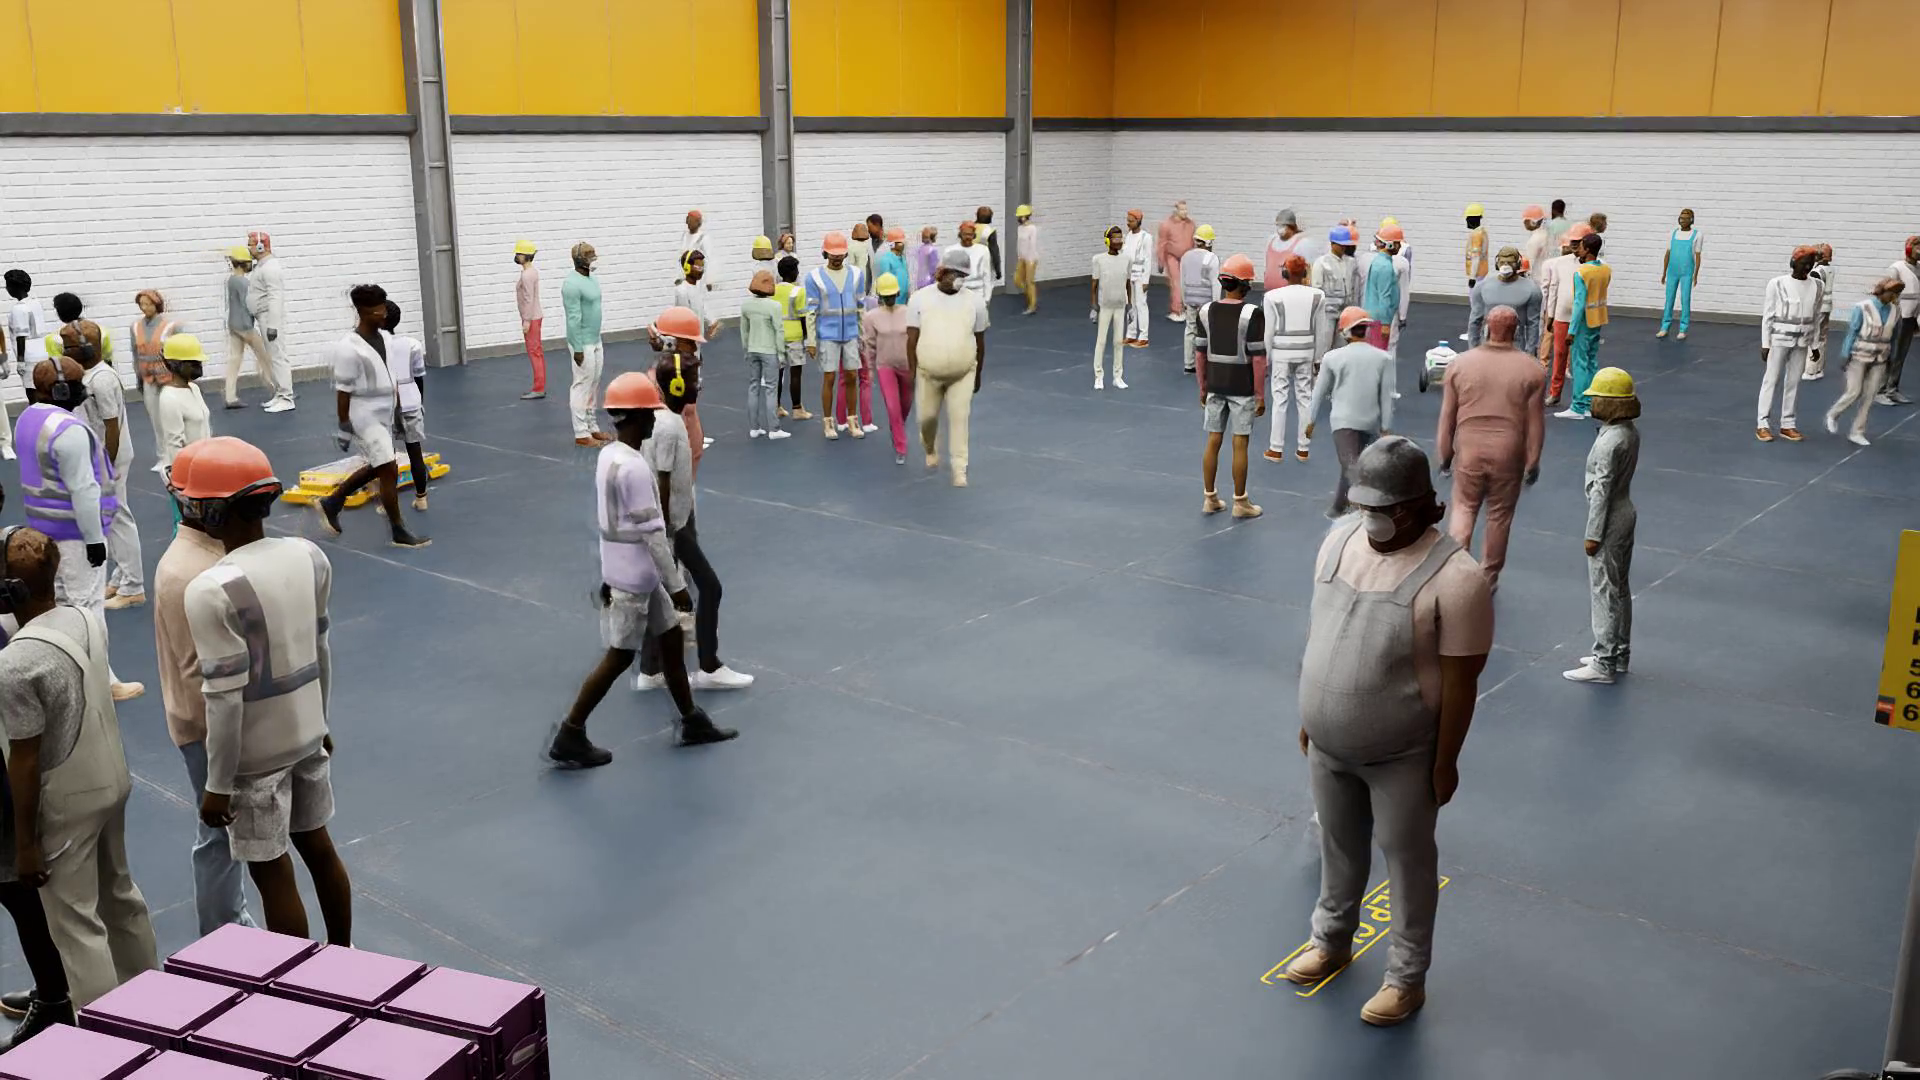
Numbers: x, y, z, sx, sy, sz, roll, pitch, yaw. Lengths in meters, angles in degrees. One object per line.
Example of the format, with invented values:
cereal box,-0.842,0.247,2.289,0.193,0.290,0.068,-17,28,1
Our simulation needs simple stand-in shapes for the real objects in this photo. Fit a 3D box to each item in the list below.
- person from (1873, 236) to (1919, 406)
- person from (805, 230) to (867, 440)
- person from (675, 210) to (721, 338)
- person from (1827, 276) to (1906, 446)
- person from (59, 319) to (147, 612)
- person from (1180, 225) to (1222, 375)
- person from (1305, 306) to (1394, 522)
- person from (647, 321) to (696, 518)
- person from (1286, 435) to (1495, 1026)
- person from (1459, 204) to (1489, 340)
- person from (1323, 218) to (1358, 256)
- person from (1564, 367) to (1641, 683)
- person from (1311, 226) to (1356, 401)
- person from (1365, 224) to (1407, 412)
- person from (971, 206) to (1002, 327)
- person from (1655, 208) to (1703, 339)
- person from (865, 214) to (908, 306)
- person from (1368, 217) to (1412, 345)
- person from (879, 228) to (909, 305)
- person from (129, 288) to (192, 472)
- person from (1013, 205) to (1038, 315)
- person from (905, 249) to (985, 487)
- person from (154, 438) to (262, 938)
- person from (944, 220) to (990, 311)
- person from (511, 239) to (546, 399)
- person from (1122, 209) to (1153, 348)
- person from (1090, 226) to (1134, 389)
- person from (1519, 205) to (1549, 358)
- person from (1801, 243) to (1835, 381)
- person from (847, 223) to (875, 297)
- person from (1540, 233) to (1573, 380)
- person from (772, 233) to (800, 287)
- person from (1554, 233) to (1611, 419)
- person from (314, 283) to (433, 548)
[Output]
person,10.247,-2.390,18.126,0.572,1.840,0.373,-9,17,-31
person,-1.178,-1.969,16.081,0.613,2.028,0.409,-6,15,-23
person,-3.704,-3.699,23.357,0.794,1.848,0.578,-13,19,-41
person,8.644,-1.719,15.886,0.573,1.614,0.460,-2,14,-8
person,-5.384,-0.470,10.460,0.345,1.840,0.504,-9,17,-31
person,2.936,-2.891,20.149,0.404,1.832,0.596,-12,19,-40
person,2.950,-0.880,12.411,0.565,1.701,0.912,-4,14,-14
person,-2.114,-0.797,12.193,0.313,1.634,0.515,2,14,7
person,1.408,0.628,5.665,0.536,2.000,0.681,-10,17,-36
person,7.293,-3.802,23.628,0.420,1.915,0.588,5,15,20
person,4.668,-2.969,20.339,0.395,1.899,0.641,-4,15,-15
person,3.542,-0.083,9.134,0.346,1.738,0.486,10,17,34
person,4.137,-2.502,18.401,0.623,1.932,0.420,-8,16,-30
person,4.500,-2.351,17.685,0.403,1.986,0.611,1,14,5
person,0.368,-4.104,25.028,0.654,1.814,0.540,11,18,38
person,10.265,-3.786,23.696,0.504,1.847,0.343,12,19,40
person,-1.063,-3.258,21.550,0.914,1.863,0.641,-12,19,-40
person,5.584,-3.304,21.799,0.601,1.830,0.404,8,16,29
person,-0.790,-3.018,20.811,0.327,1.753,0.563,6,15,24
person,-7.015,-1.430,14.738,0.525,1.621,0.488,3,14,11
person,1.050,-4.500,26.746,0.387,1.749,0.558,-9,17,-32
person,-0.121,-1.506,14.193,0.694,2.000,0.780,-1,14,-4
person,-2.539,0.631,5.767,0.393,1.985,0.610,-5,15,-18
person,0.084,-3.059,20.770,0.583,1.864,0.547,0,14,-2
person,-4.808,-2.461,18.557,0.299,1.772,0.533,-2,14,-7
person,2.421,-3.589,22.852,0.346,1.877,0.581,-8,16,-31
person,1.759,-2.676,19.210,0.532,1.873,0.321,-3,14,-12
person,7.415,-3.375,21.781,0.545,1.976,0.652,7,16,25
person,10.259,-2.728,19.911,0.507,1.629,0.318,-11,18,-38
person,-1.406,-3.705,23.800,0.502,1.635,0.276,-10,17,-35
person,7.214,-2.796,19.922,0.561,1.756,0.318,0,14,-2
person,-2.282,-3.190,21.760,0.321,1.633,0.521,10,17,35
person,6.503,-2.213,17.266,0.591,1.919,0.390,-13,19,-42
person,-4.309,-0.891,11.965,0.876,1.929,0.615,2,14,9
